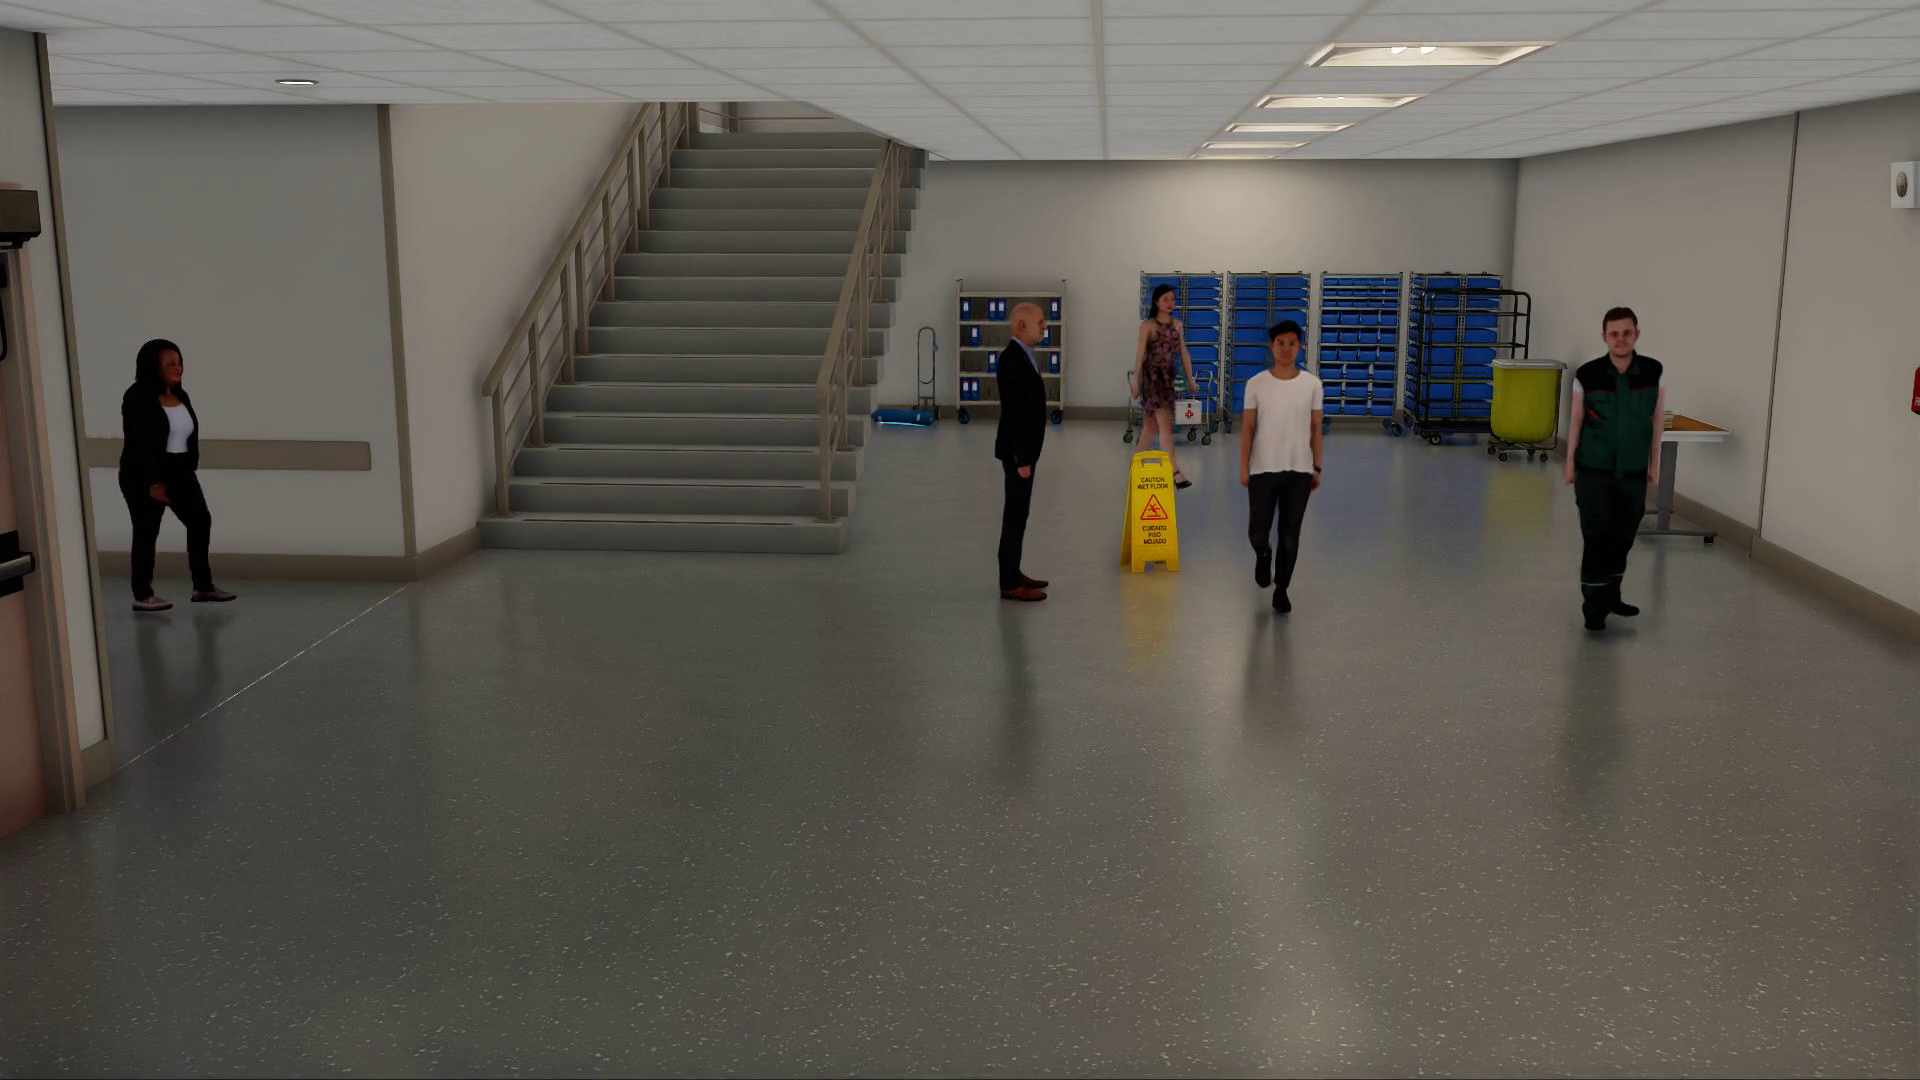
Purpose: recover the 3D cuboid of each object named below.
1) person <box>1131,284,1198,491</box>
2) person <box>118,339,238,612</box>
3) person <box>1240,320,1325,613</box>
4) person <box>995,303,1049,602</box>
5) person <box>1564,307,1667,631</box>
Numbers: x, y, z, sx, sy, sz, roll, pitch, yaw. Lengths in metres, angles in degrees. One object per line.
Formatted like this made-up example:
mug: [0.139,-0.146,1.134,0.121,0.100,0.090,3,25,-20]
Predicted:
person: [1.650,-1.281,14.233,1.046,1.724,1.185,-7,13,-32]
person: [-4.755,-0.356,9.711,0.771,1.594,0.753,3,11,14]
person: [1.909,-0.447,9.885,0.643,1.707,0.861,1,11,6]
person: [0.363,-0.552,10.199,0.748,1.798,0.496,1,11,3]
person: [3.670,-0.397,9.367,0.634,1.803,0.832,0,11,2]
